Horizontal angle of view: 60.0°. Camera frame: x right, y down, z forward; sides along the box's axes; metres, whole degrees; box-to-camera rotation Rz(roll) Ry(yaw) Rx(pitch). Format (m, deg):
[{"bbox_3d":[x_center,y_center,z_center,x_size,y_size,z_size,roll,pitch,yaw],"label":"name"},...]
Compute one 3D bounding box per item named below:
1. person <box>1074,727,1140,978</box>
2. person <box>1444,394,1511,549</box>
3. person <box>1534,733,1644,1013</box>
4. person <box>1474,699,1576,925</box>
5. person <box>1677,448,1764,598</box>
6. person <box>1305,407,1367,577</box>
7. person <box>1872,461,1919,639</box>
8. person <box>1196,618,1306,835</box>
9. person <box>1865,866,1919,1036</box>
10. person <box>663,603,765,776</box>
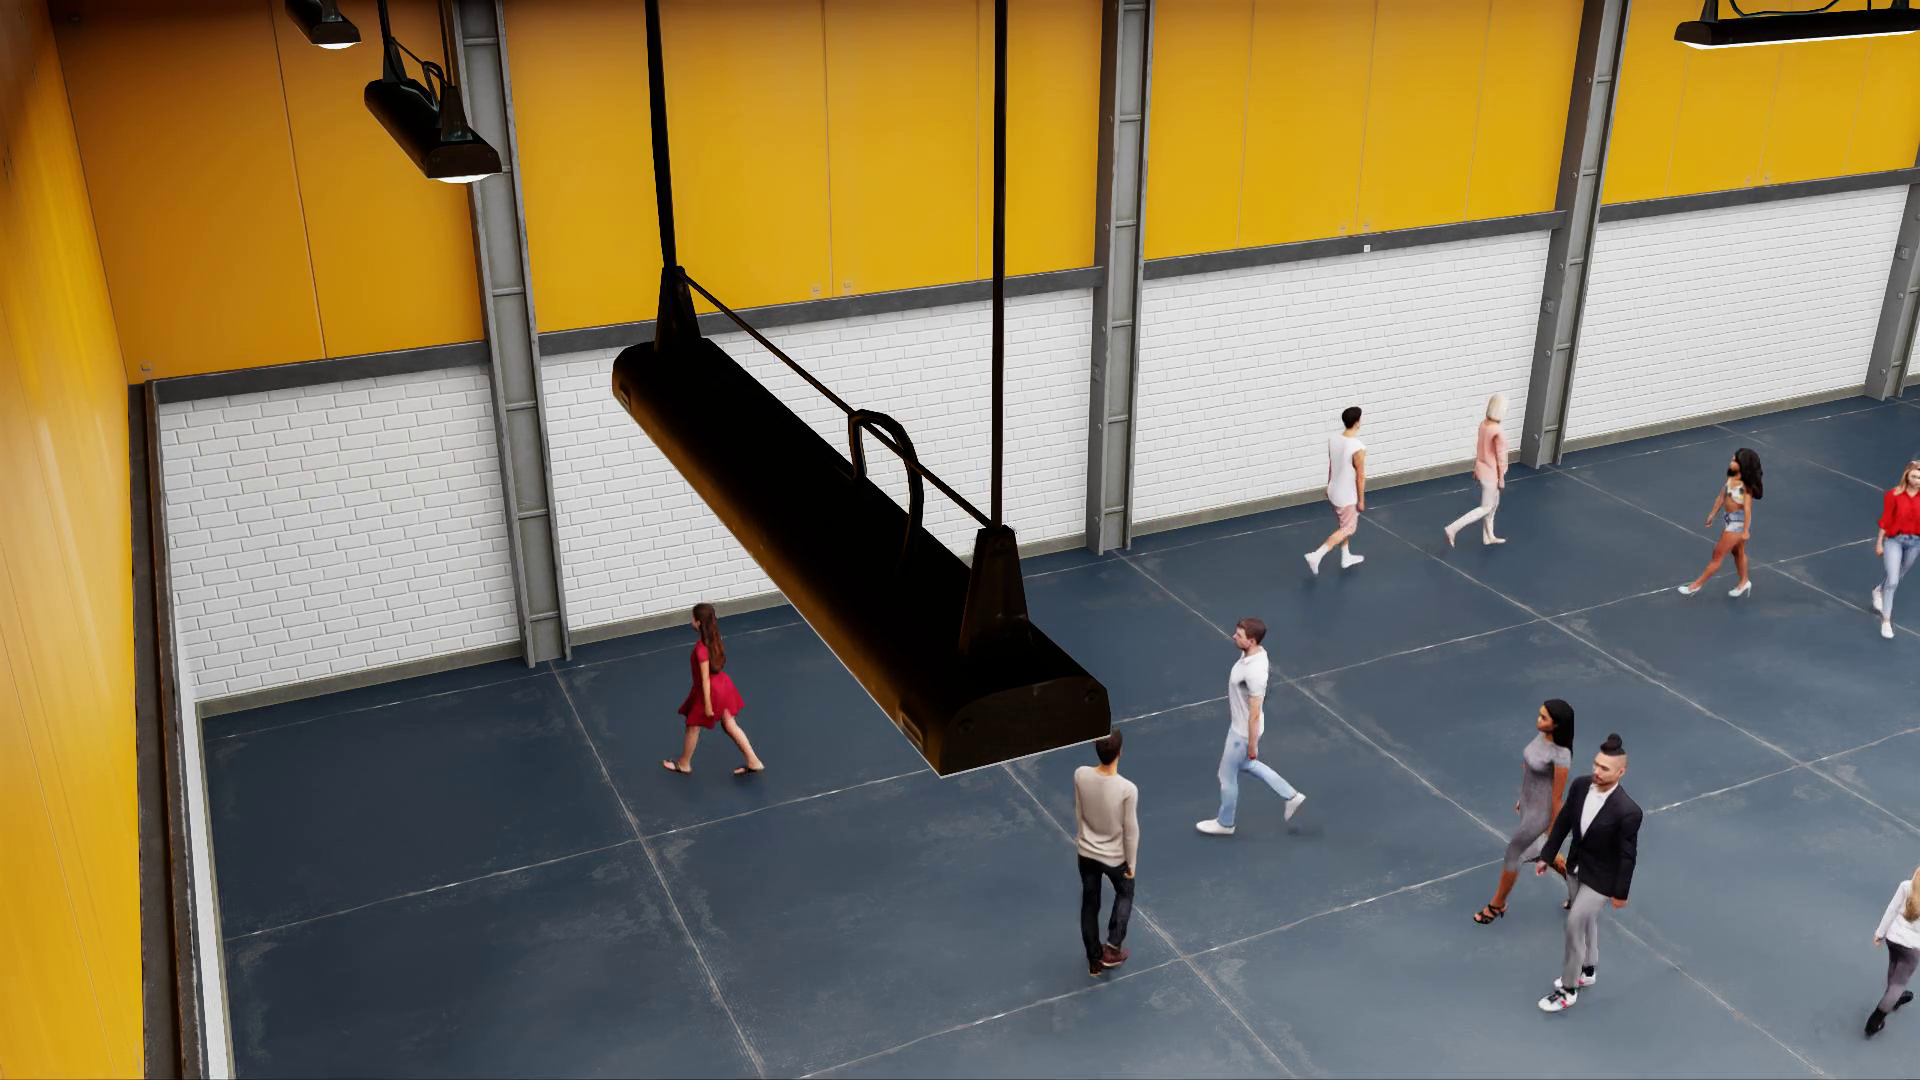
[{"bbox_3d":[0.906,2.091,10.890,0.759,1.859,0.803,11,26,24],"label":"person"},{"bbox_3d":[5.472,-0.685,17.434,1.059,1.703,0.786,-4,24,-8],"label":"person"},{"bbox_3d":[4.164,2.101,10.769,0.838,1.938,0.760,-7,25,-16],"label":"person"},{"bbox_3d":[4.082,1.900,11.472,1.148,1.743,0.900,1,24,1],"label":"person"},{"bbox_3d":[7.673,-0.125,16.298,1.078,1.588,0.839,-1,24,-1],"label":"person"},{"bbox_3d":[3.845,-0.462,16.846,1.019,1.767,0.626,-11,26,-24],"label":"person"},{"bbox_3d":[8.954,0.034,15.832,1.107,1.669,1.106,6,24,12],"label":"person"},{"bbox_3d":[2.239,1.419,12.465,1.138,1.828,1.021,4,24,10],"label":"person"},{"bbox_3d":[5.956,2.576,10.540,0.800,1.249,0.566,-18,30,-36],"label":"person"},{"bbox_3d":[-1.907,1.234,13.283,1.103,1.511,0.974,5,24,12],"label":"person"}]
